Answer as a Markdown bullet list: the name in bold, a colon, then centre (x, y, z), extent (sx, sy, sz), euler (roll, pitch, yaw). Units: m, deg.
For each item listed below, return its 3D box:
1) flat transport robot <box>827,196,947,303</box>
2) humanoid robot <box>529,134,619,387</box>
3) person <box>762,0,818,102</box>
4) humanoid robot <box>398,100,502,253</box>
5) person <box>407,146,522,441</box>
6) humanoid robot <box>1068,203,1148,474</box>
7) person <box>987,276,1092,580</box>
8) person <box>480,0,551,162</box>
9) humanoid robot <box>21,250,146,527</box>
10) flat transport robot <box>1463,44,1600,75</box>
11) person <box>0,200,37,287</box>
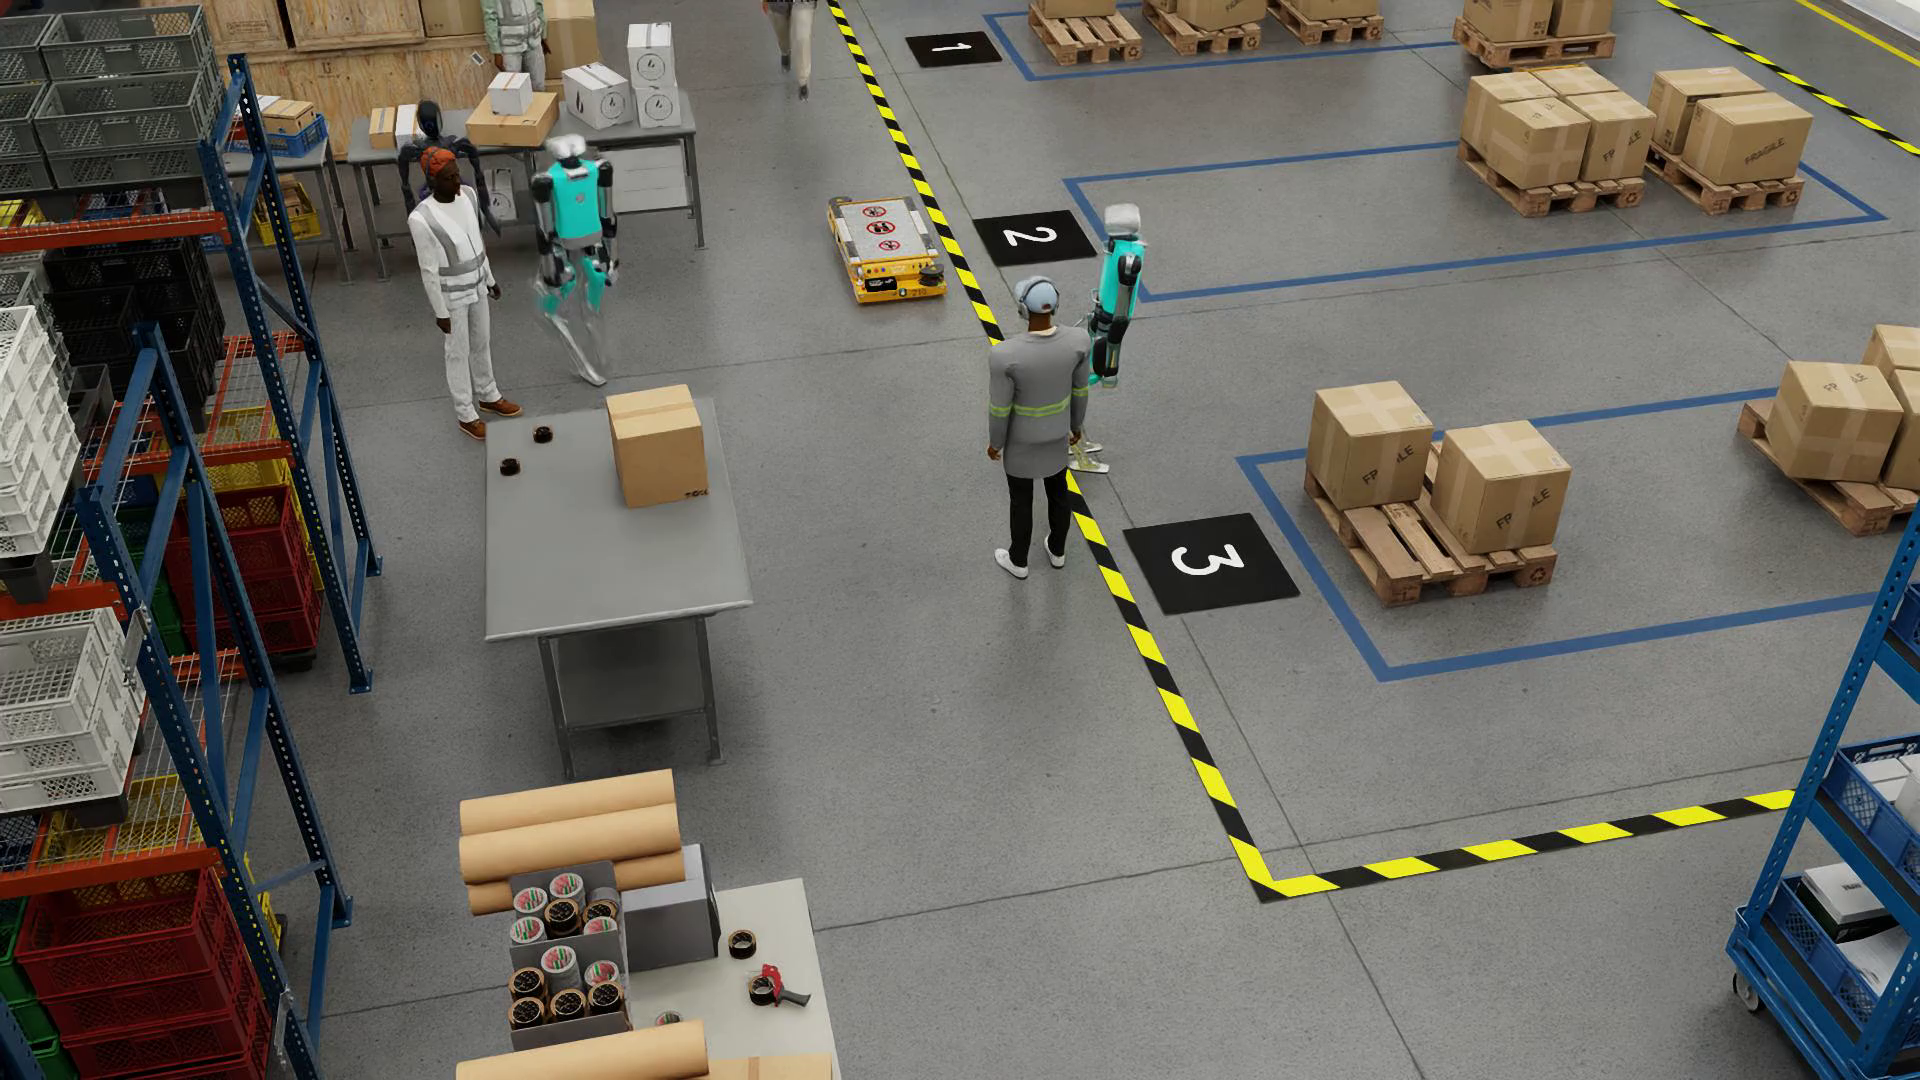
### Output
- **flat transport robot**: centre (-0.570, -2.220, 12.538), extent (0.659, 0.231, 1.431), euler (-8, 37, -10)
- **humanoid robot**: centre (-2.537, -1.796, 10.832), extent (0.530, 1.889, 0.711), euler (-22, 42, -27)
- **person**: centre (-1.520, -4.931, 14.952), extent (0.562, 1.726, 0.879), euler (-3, 37, -4)
- **humanoid robot**: centre (-3.456, -2.200, 11.354), extent (0.603, 1.631, 0.746), euler (-12, 38, -16)
- **person**: centre (-3.056, -1.518, 10.242), extent (0.355, 1.883, 0.573), euler (13, 39, 17)
- **humanoid robot**: centre (0.690, -1.170, 9.783), extent (0.735, 1.677, 0.533), euler (-1, 37, -1)
- **person**: centre (0.413, -0.605, 9.040), extent (0.589, 1.853, 0.370), euler (-14, 39, -18)
- **person**: centre (-3.616, -4.094, 13.662), extent (0.410, 1.939, 0.606), euler (25, 43, 29)
- **humanoid robot**: centre (-5.092, -0.791, 9.394), extent (0.803, 1.795, 0.537), euler (-12, 38, -16)
- **flat transport robot**: centre (5.342, -4.488, 15.562), extent (0.652, 0.197, 1.431), euler (-8, 37, -10)
- **person**: centre (-5.353, -1.194, 9.848), extent (0.404, 1.833, 0.589), euler (26, 44, 31)
